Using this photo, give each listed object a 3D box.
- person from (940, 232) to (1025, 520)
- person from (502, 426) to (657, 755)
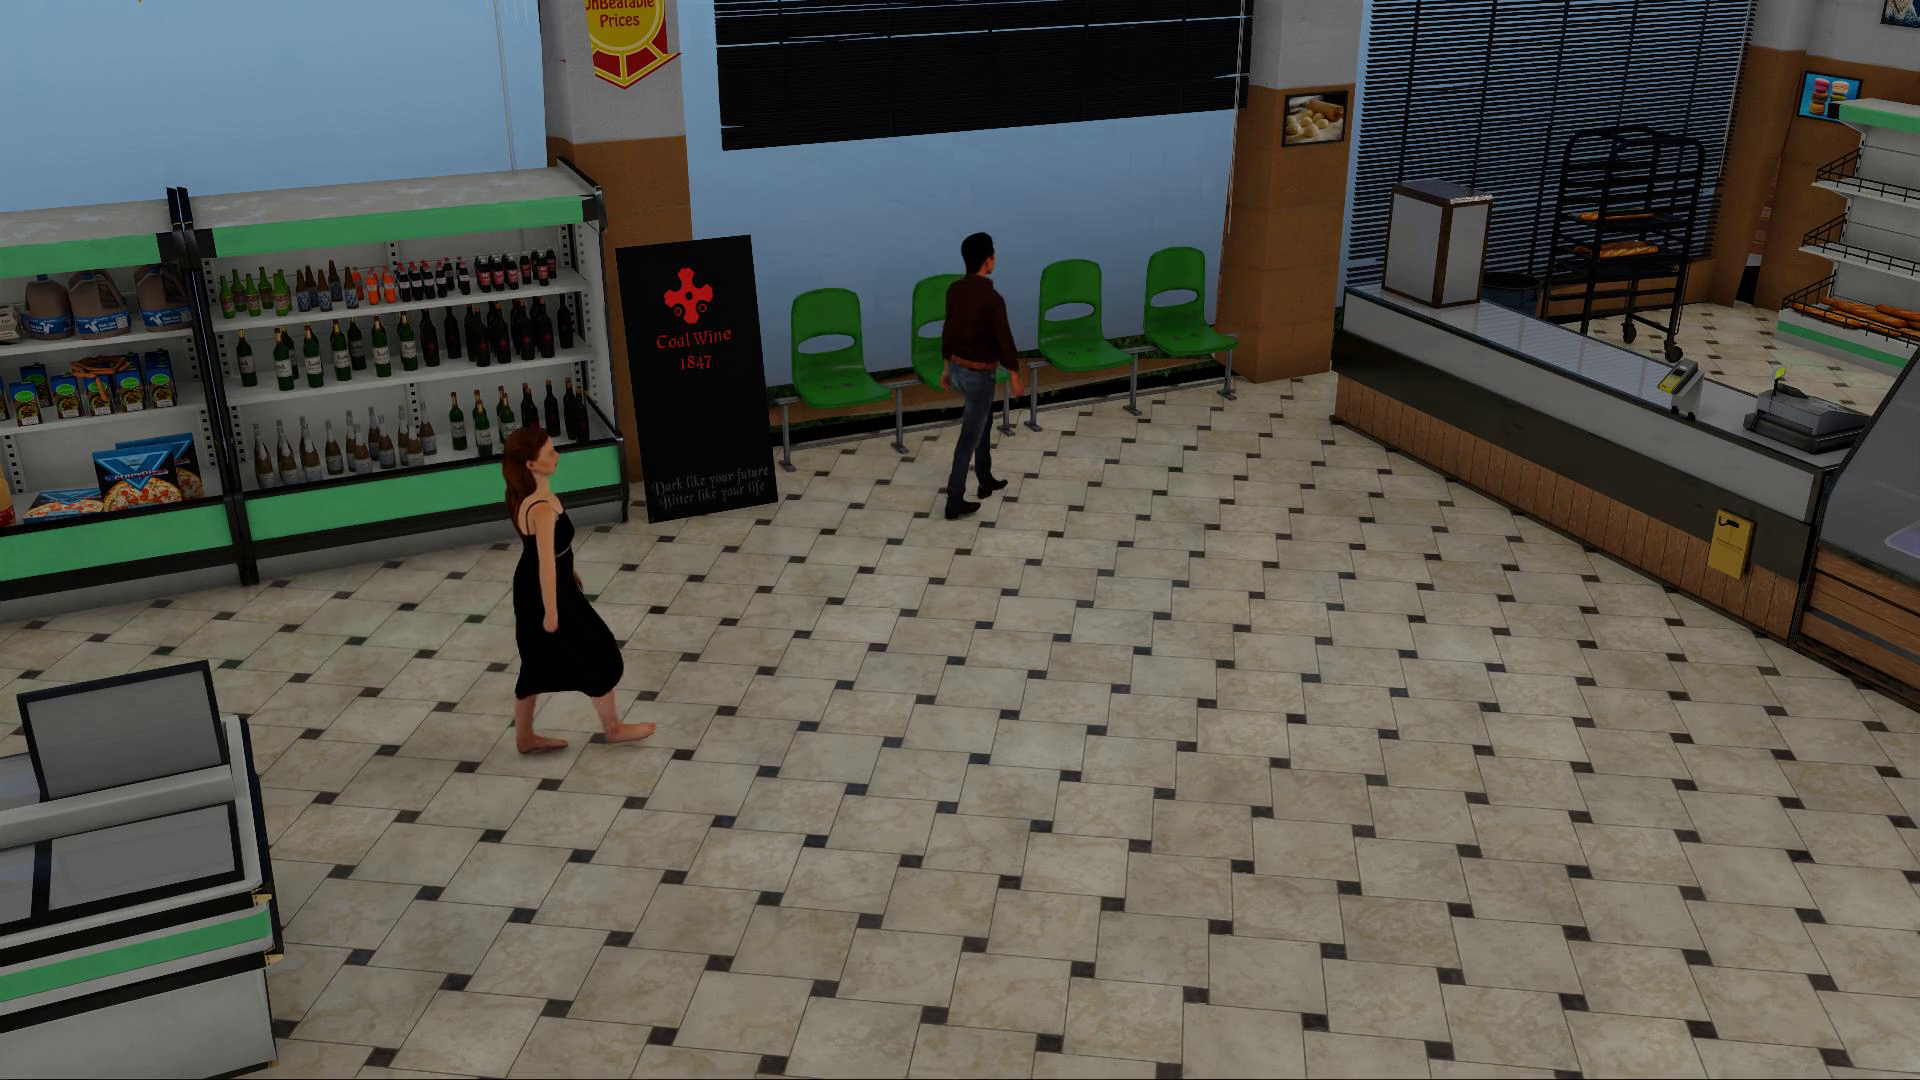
[{"bbox_3d":[0.021,-0.958,10.123,0.902,1.755,0.760,-17,29,-34],"label":"person"},{"bbox_3d":[-1.954,0.267,7.511,0.842,1.606,0.570,-12,26,-25],"label":"person"}]
